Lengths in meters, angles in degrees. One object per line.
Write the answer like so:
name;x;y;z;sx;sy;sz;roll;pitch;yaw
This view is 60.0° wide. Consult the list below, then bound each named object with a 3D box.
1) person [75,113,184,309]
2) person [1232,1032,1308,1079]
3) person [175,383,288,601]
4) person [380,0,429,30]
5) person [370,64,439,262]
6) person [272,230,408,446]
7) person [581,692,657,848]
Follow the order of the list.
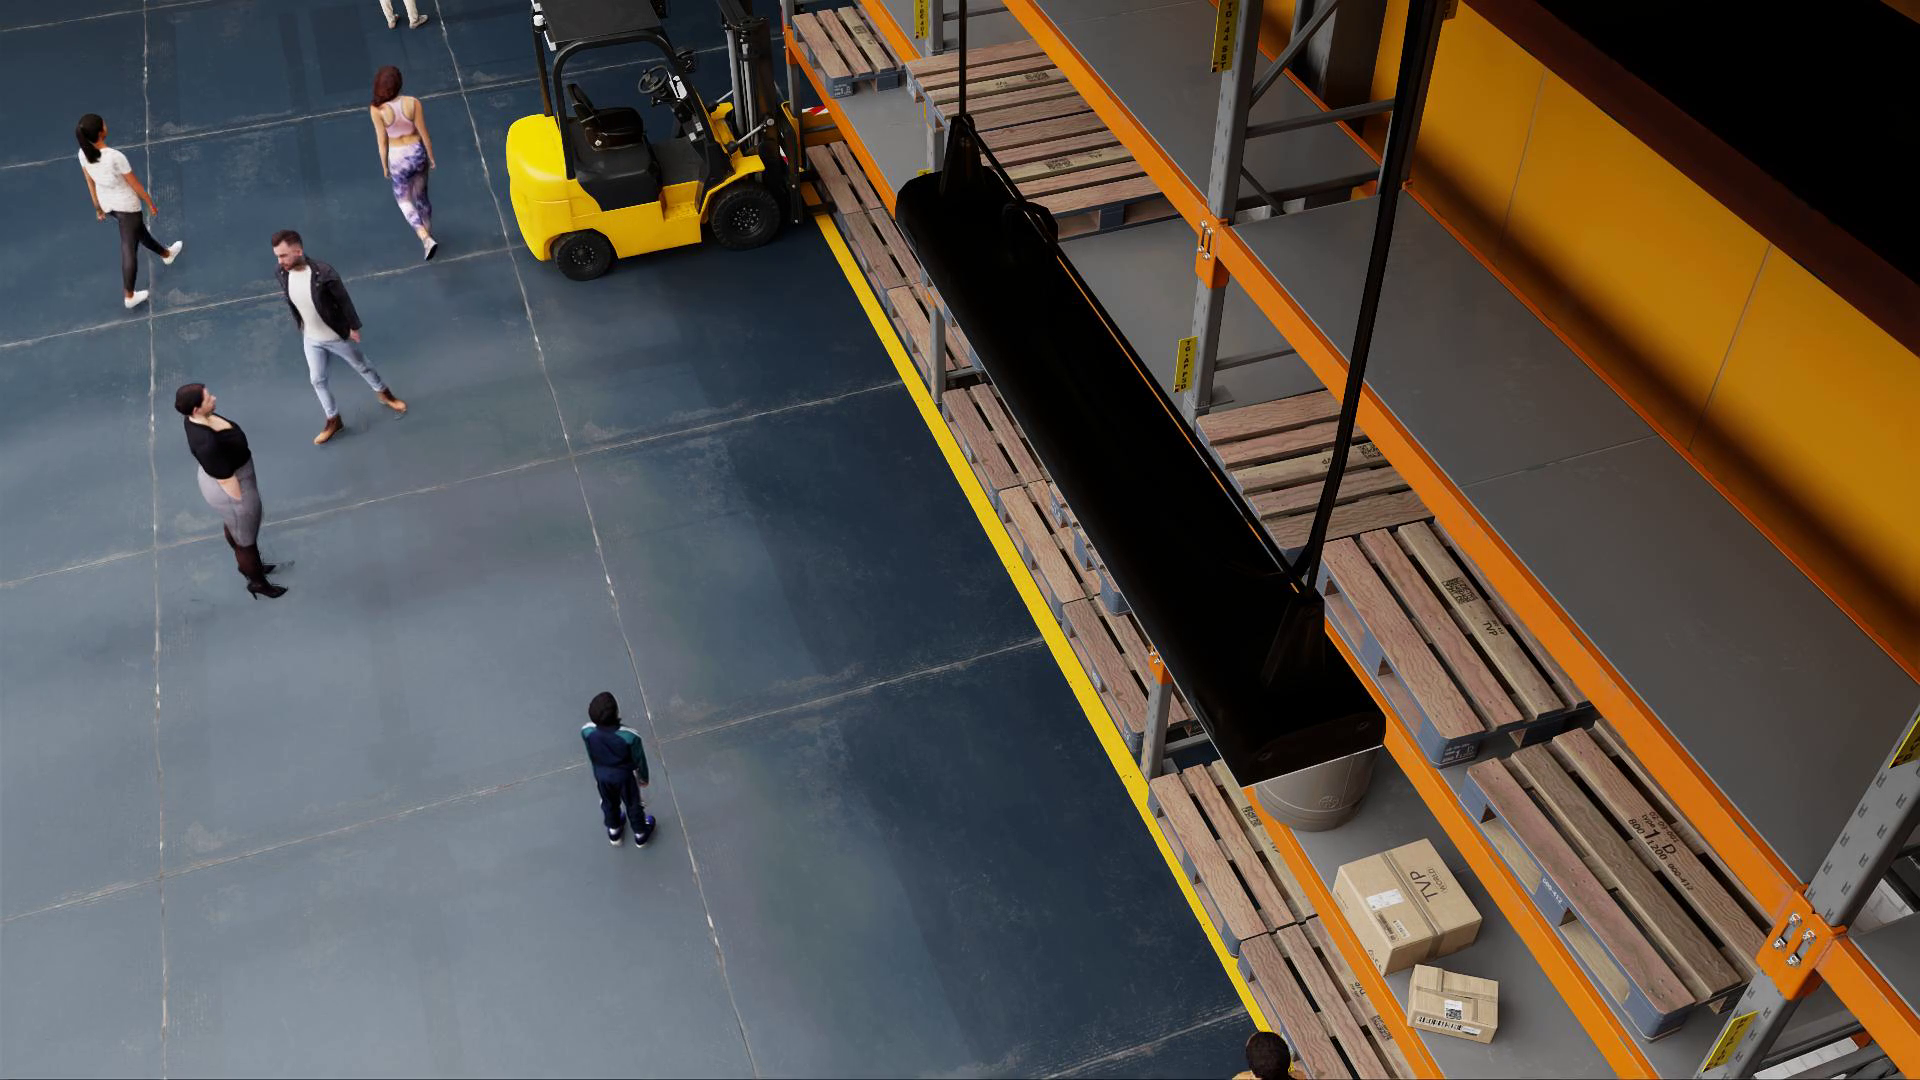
person;-6.930;-2.674;13.672;1.028;1.589;1.188;12;45;12
person;1.390;2.857;7.830;0.611;1.640;0.935;-14;45;-14
person;-4.886;-0.336;11.095;0.774;1.759;0.619;-23;48;-22
person;-5.955;-6.198;17.184;0.730;1.847;0.707;4;44;4
person;-4.632;-3.139;14.044;0.731;1.749;1.018;-24;49;-23
person;-4.663;-1.586;12.382;0.931;1.794;1.012;1;44;1
person;-2.008;1.340;9.701;0.560;1.255;0.582;5;44;5
